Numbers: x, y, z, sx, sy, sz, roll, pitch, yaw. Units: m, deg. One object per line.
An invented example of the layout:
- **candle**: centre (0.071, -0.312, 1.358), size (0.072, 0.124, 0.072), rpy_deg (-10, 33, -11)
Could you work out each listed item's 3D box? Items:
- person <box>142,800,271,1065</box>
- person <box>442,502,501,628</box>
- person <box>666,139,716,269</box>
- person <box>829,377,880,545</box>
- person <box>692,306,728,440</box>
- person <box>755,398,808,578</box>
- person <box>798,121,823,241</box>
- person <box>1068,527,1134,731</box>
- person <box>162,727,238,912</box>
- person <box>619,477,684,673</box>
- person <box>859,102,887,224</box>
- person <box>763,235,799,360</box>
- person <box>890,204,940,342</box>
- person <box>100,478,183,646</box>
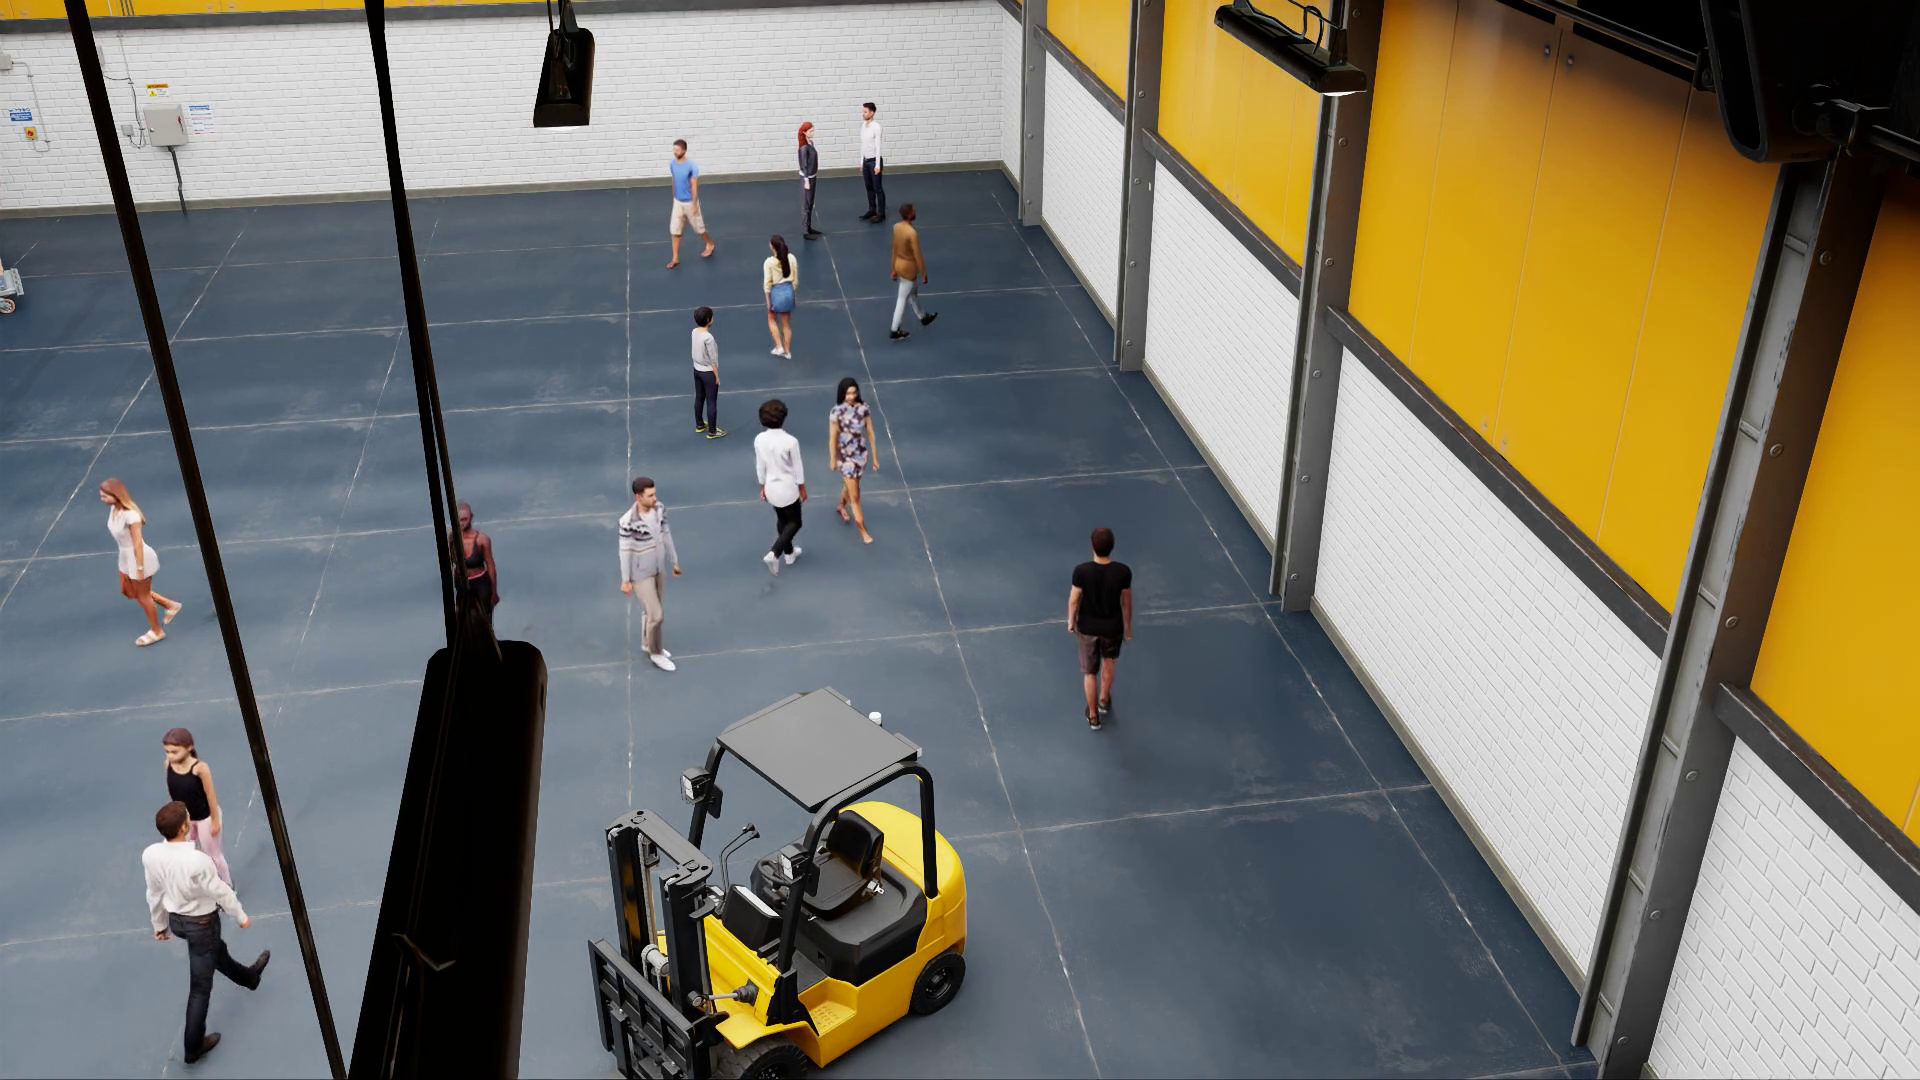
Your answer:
- **person**: centre (-4.932, 2.538, 10.618), size (1.053, 1.824, 1.282), rpy_deg (9, 30, 16)
- **person**: centre (-4.237, 0.404, 14.636), size (0.763, 1.724, 1.132), rpy_deg (2, 29, 4)
- **person**: centre (-3.948, -4.966, 24.367), size (1.115, 1.832, 1.294), rpy_deg (13, 31, 22)
- **person**: centre (-1.123, -0.856, 16.995), size (0.859, 1.676, 1.245), rpy_deg (-14, 32, -24)
- **person**: centre (-2.933, -1.936, 19.108), size (0.680, 1.548, 0.581), rpy_deg (-24, 36, -36)
- **person**: centre (-1.760, -0.478, 16.185), size (0.959, 1.788, 1.081), rpy_deg (12, 31, 21)
- **person**: centre (-2.317, -5.502, 25.403), size (0.703, 1.782, 0.555), rpy_deg (5, 29, 9)
- **person**: centre (1.168, 0.774, 13.822), size (0.746, 1.853, 0.771), rpy_deg (-1, 29, -2)
- **person**: centre (-5.442, 1.955, 11.970), size (0.643, 1.554, 0.691), rpy_deg (7, 29, 13)
- **person**: centre (-2.845, 0.245, 14.801), size (0.964, 1.844, 0.900), rpy_deg (16, 32, 27)
- **person**: centre (-1.363, -5.946, 26.134), size (0.773, 1.860, 0.672), rpy_deg (-20, 35, -33)
- **person**: centre (-2.224, -3.048, 21.070), size (0.704, 1.622, 0.681), rpy_deg (-14, 32, -24)
- **person**: centre (-0.767, -3.461, 21.657), size (1.000, 1.784, 1.130), rpy_deg (-19, 34, -31)
- **person**: centre (-7.406, 0.153, 15.140), size (0.778, 1.681, 0.825), rpy_deg (25, 37, 37)
